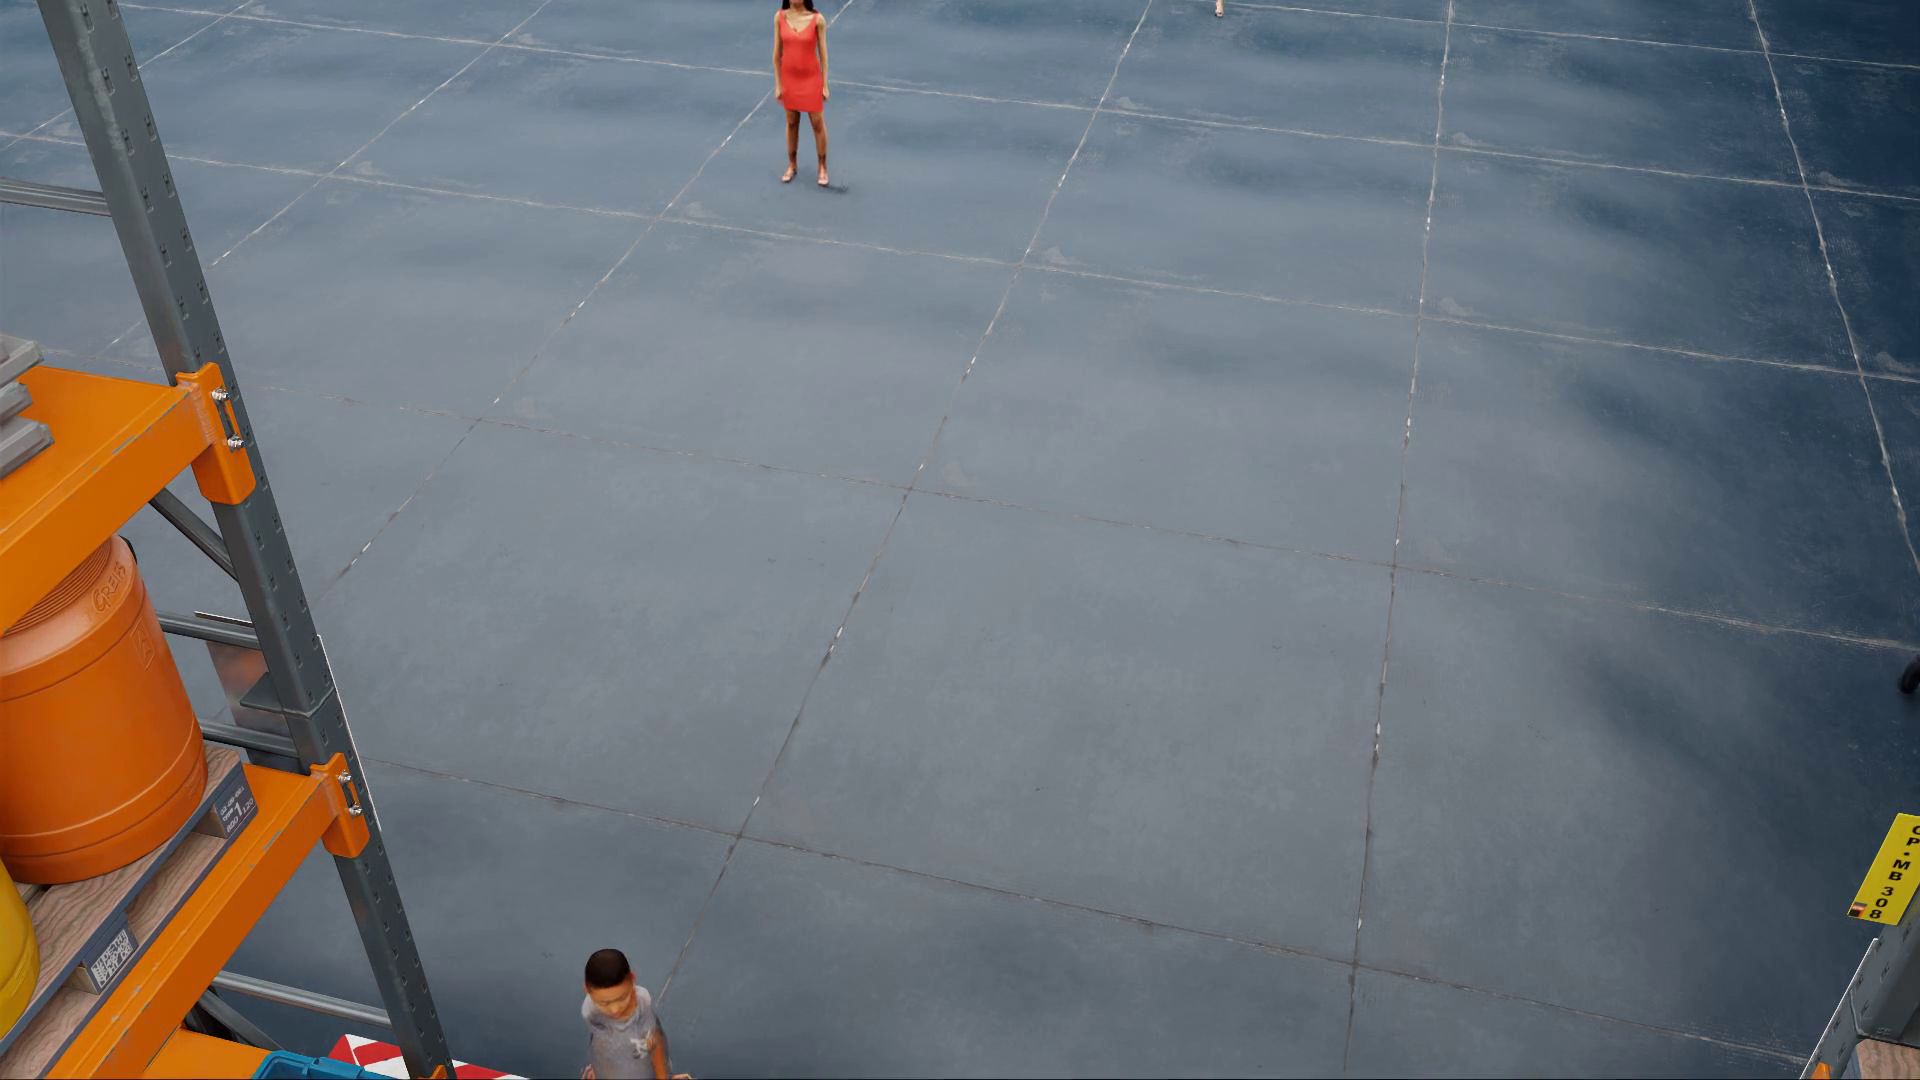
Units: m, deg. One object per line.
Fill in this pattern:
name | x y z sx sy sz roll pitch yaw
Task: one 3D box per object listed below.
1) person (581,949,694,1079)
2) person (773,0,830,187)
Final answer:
person | -1.265 1.972 6.391 0.938 1.430 1.092 -13 40 -16
person | -1.267 -3.711 13.418 0.626 1.721 0.586 4 38 5
